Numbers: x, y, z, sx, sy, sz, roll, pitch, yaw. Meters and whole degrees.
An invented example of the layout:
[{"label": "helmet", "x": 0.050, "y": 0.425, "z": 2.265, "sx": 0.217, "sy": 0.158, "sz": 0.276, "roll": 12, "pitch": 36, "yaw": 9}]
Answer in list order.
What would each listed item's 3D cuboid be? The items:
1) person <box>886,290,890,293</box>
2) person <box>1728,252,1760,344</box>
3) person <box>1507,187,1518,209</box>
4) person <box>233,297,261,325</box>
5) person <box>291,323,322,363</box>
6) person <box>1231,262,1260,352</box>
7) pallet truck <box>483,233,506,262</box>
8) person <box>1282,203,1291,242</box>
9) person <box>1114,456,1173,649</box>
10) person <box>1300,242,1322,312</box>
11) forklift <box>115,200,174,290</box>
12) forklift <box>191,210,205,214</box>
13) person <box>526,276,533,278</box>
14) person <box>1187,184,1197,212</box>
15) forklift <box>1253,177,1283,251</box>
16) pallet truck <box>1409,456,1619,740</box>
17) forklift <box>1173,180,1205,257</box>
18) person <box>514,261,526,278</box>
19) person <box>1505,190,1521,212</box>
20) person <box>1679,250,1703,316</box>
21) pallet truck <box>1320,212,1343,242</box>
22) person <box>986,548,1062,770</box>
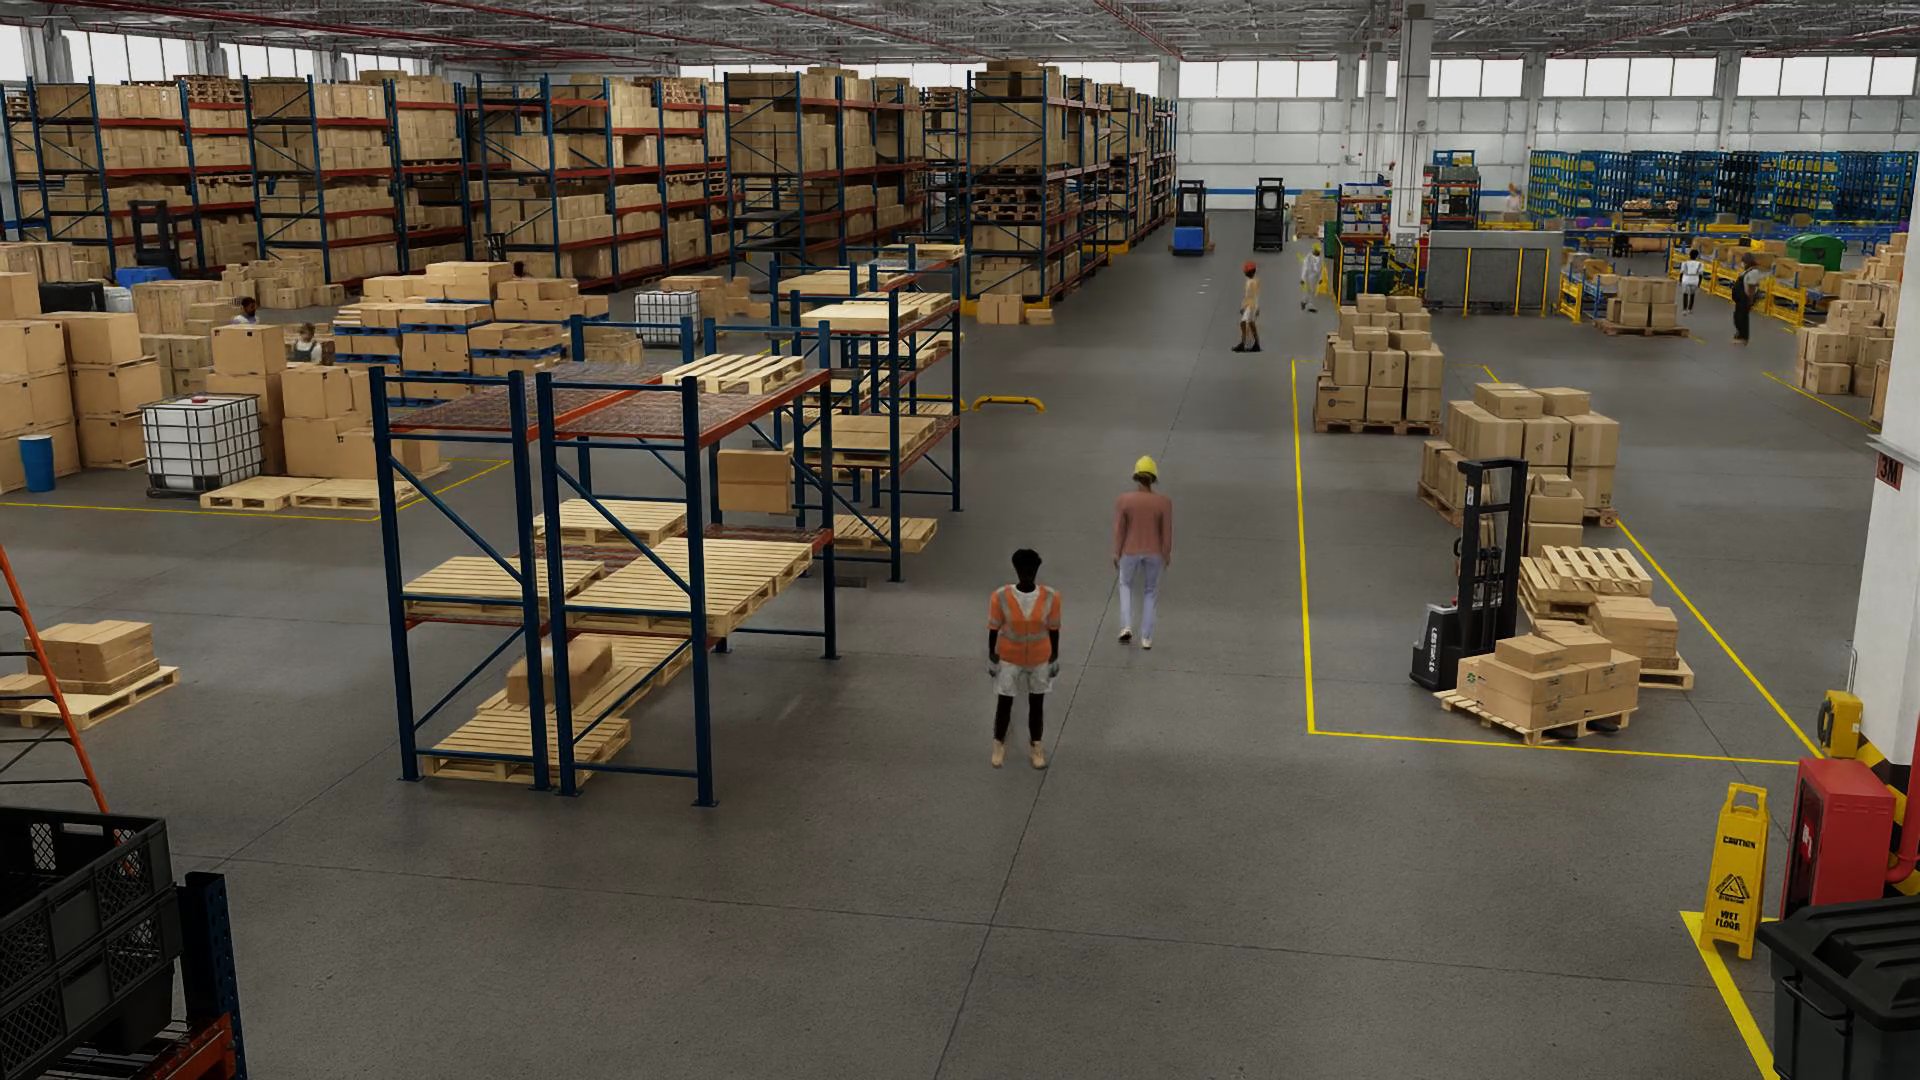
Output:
[{"label": "person", "x": -1.859, "y": -6.679, "z": 42.838, "sx": 0.867, "sy": 1.646, "sz": 0.546, "roll": 13, "pitch": 19, "yaw": 42}, {"label": "person", "x": 17.101, "y": -5.294, "z": 36.424, "sx": 0.656, "sy": 2.000, "sz": 0.714, "roll": 3, "pitch": 14, "yaw": 12}, {"label": "person", "x": 26.868, "y": -16.199, "z": 80.931, "sx": 1.040, "sy": 1.938, "sz": 0.641, "roll": -3, "pitch": 14, "yaw": -11}, {"label": "person", "x": -11.793, "y": -3.121, "z": 27.907, "sx": 0.845, "sy": 1.885, "sz": 0.633, "roll": 3, "pitch": 14, "yaw": 11}, {"label": "person", "x": -9.919, "y": -2.393, "z": 25.162, "sx": 0.693, "sy": 1.810, "sz": 0.348, "roll": 5, "pitch": 15, "yaw": 19}, {"label": "person", "x": 6.036, "y": -4.918, "z": 35.164, "sx": 0.798, "sy": 1.905, "sz": 0.562, "roll": -1, "pitch": 14, "yaw": -4}, {"label": "pallet truck", "x": -11.832, "y": -7.026, "z": 43.548, "sx": 1.885, "sy": 1.965, "sz": 0.823, "roll": 8, "pitch": 16, "yaw": 28}, {"label": "person", "x": 13.773, "y": -13.445, "z": 70.357, "sx": 0.508, "sy": 1.632, "sz": 0.271, "roll": -3, "pitch": 14, "yaw": -13}, {"label": "person", "x": 1.656, "y": 0.112, "z": 15.084, "sx": 0.541, "sy": 1.753, "sz": 0.495, "roll": 1, "pitch": 14, "yaw": 3}, {"label": "person", "x": 9.080, "y": -6.814, "z": 43.102, "sx": 0.613, "sy": 1.804, "sz": 0.656, "roll": -10, "pitch": 17, "yaw": -36}, {"label": "forklift", "x": -21.351, "y": -7.574, "z": 43.953, "sx": 1.129, "sy": 2.768, "sz": 1.873, "roll": 3, "pitch": 14, "yaw": 10}, {"label": "forklift", "x": -25.597, "y": -10.535, "z": 55.978, "sx": 1.873, "sy": 2.768, "sz": 1.129, "roll": 3, "pitch": 14, "yaw": 10}, {"label": "person", "x": -8.169, "y": -4.036, "z": 31.549, "sx": 0.556, "sy": 1.925, "sz": 0.570, "roll": 3, "pitch": 14, "yaw": 12}, {"label": "person", "x": 12.596, "y": -18.352, "z": 89.752, "sx": 0.616, "sy": 1.901, "sz": 0.992, "roll": -5, "pitch": 15, "yaw": -18}, {"label": "forklift", "x": 12.083, "y": -12.747, "z": 64.956, "sx": 1.129, "sy": 2.768, "sz": 1.873, "roll": 3, "pitch": 14, "yaw": 10}, {"label": "pallet truck", "x": 4.504, "y": 0.400, "z": 13.395, "sx": 0.823, "sy": 1.965, "sz": 1.885, "roll": -6, "pitch": 15, "yaw": -23}, {"label": "forklift", "x": 8.553, "y": -11.996, "z": 61.909, "sx": 1.129, "sy": 2.768, "sz": 1.873, "roll": 3, "pitch": 14, "yaw": 10}, {"label": "person", "x": -9.312, "y": -4.954, "z": 35.354, "sx": 1.055, "sy": 1.900, "sz": 0.613, "roll": 0, "pitch": 14, "yaw": 0}, {"label": "person", "x": 26.185, "y": -15.614, "z": 78.711, "sx": 0.643, "sy": 1.857, "sz": 0.988, "roll": -2, "pitch": 14, "yaw": -8}, {"label": "person", "x": 18.560, "y": -6.529, "z": 42.245, "sx": 0.544, "sy": 1.656, "sz": 0.882, "roll": 4, "pitch": 15, "yaw": 17}, {"label": "pallet truck", "x": 15.874, "y": -13.227, "z": 70.310, "sx": 0.680, "sy": 1.201, "sz": 1.601, "roll": 10, "pitch": 17, "yaw": 35}, {"label": "person", "x": 0.466, "y": 0.871, "z": 12.135, "sx": 0.549, "sy": 1.689, "sz": 0.319, "roll": -1, "pitch": 14, "yaw": -6}]
